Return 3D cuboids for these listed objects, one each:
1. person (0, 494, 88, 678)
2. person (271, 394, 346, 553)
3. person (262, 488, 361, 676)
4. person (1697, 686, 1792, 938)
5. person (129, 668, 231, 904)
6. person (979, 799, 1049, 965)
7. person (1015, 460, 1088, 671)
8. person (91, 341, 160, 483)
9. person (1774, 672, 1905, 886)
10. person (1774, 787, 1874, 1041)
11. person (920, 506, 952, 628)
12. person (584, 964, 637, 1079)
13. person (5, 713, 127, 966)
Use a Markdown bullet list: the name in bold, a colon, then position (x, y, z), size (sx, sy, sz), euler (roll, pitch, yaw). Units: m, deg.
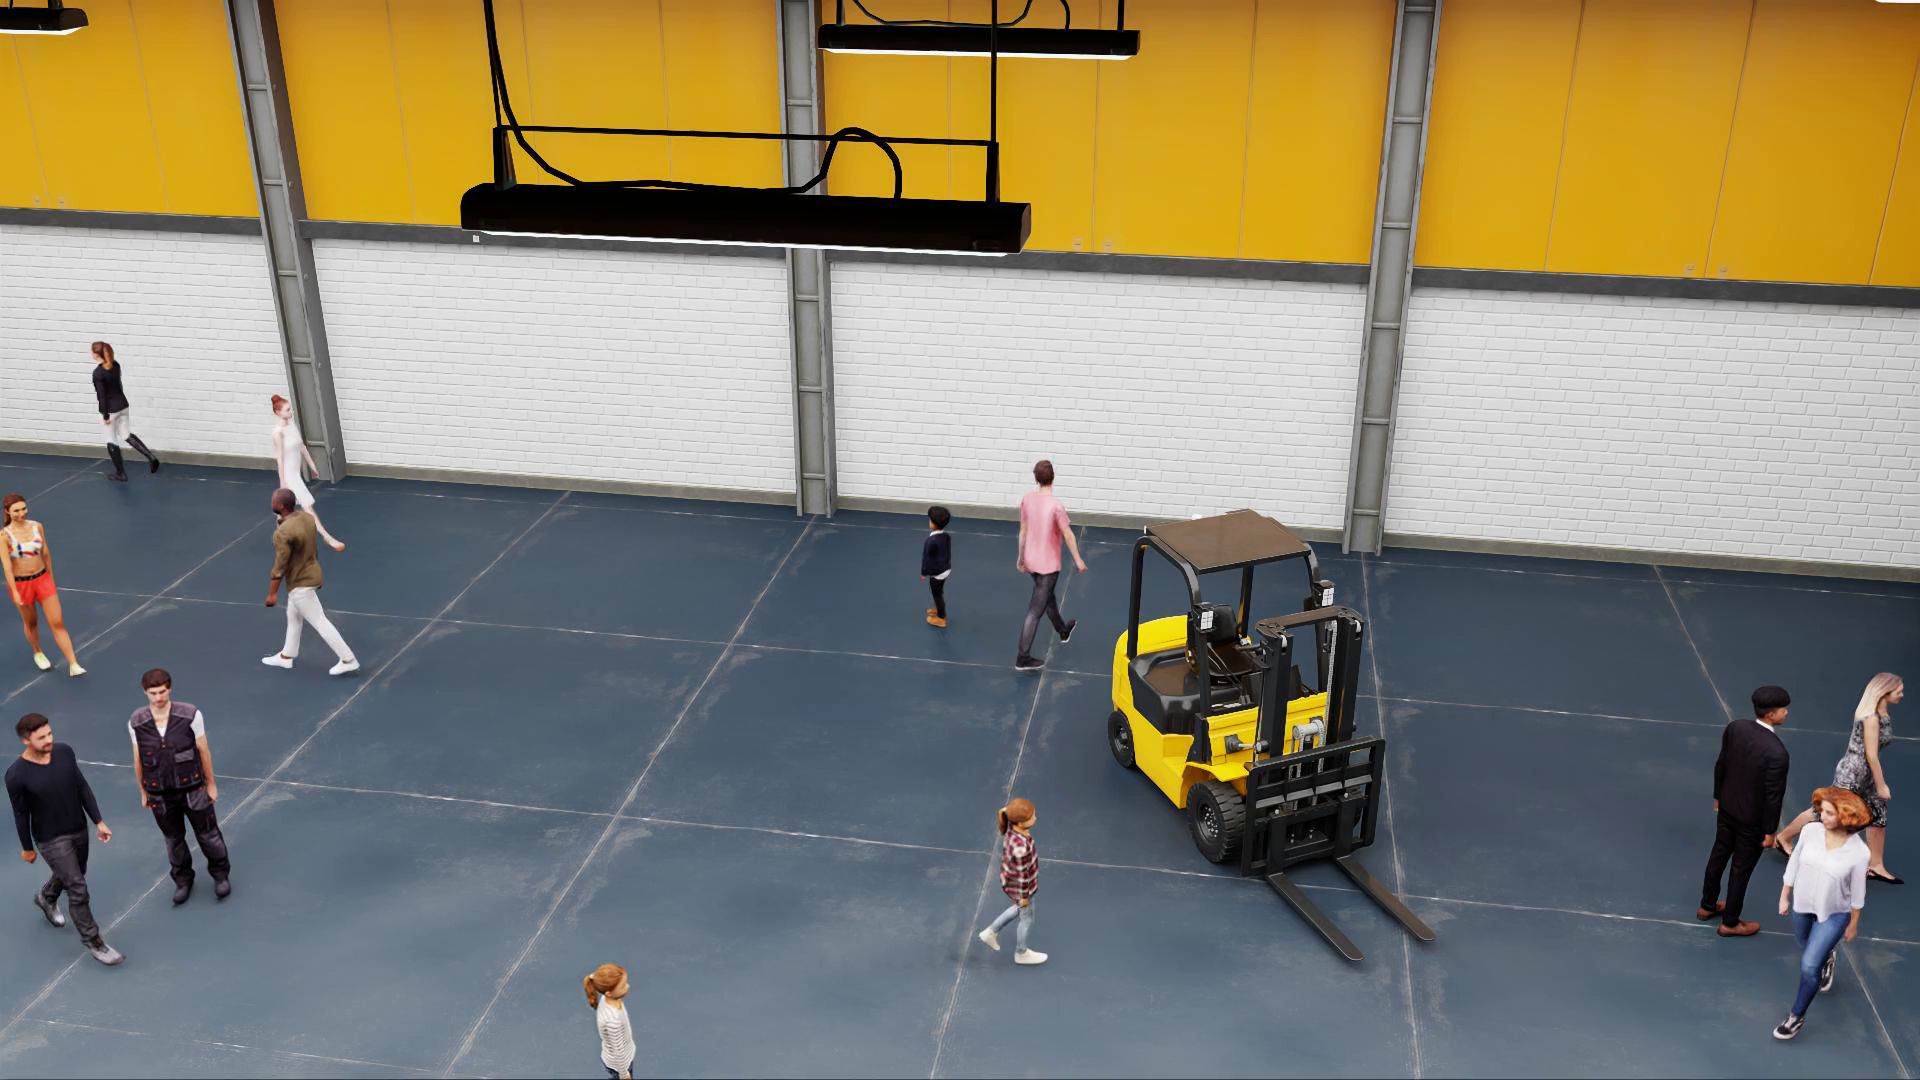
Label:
- **person**: position (-8.369, 0.402, 14.921), size (1.170, 1.753, 0.966), euler (19, 30, 37)
- **person**: position (-7.053, -0.650, 17.321), size (1.026, 1.760, 0.674), euler (1, 24, 1)
- **person**: position (-5.795, 0.411, 14.855), size (1.207, 1.790, 0.882), euler (0, 24, -1)
- **person**: position (5.392, 1.854, 11.446), size (0.741, 1.877, 0.772), euler (-8, 25, -17)
- **person**: position (-5.536, 1.728, 11.776), size (0.677, 1.843, 0.801), euler (-6, 24, -13)
- **person**: position (0.344, 2.293, 11.167), size (0.751, 1.295, 0.633), euler (-2, 24, -5)
- **person**: position (0.673, 0.275, 15.018), size (1.182, 1.908, 1.211), euler (-20, 30, -38)
- **person**: position (-9.701, -1.462, 19.236), size (0.919, 1.713, 0.592), euler (5, 24, 12)
- **person**: position (6.379, 1.710, 12.054), size (1.175, 1.654, 0.922), euler (17, 29, 33)
- **person**: position (5.560, 2.314, 10.643), size (1.159, 1.676, 1.097), euler (-16, 28, -32)
- **person**: position (-0.168, 0.266, 15.902), size (0.623, 1.217, 0.583), euler (14, 27, 28)
- **person**: position (-1.974, 2.988, 9.553), size (0.573, 1.314, 0.544), euler (-6, 24, -14)
- **person**: position (-6.126, 1.974, 11.228), size (1.261, 1.831, 0.824), euler (10, 26, 22)
